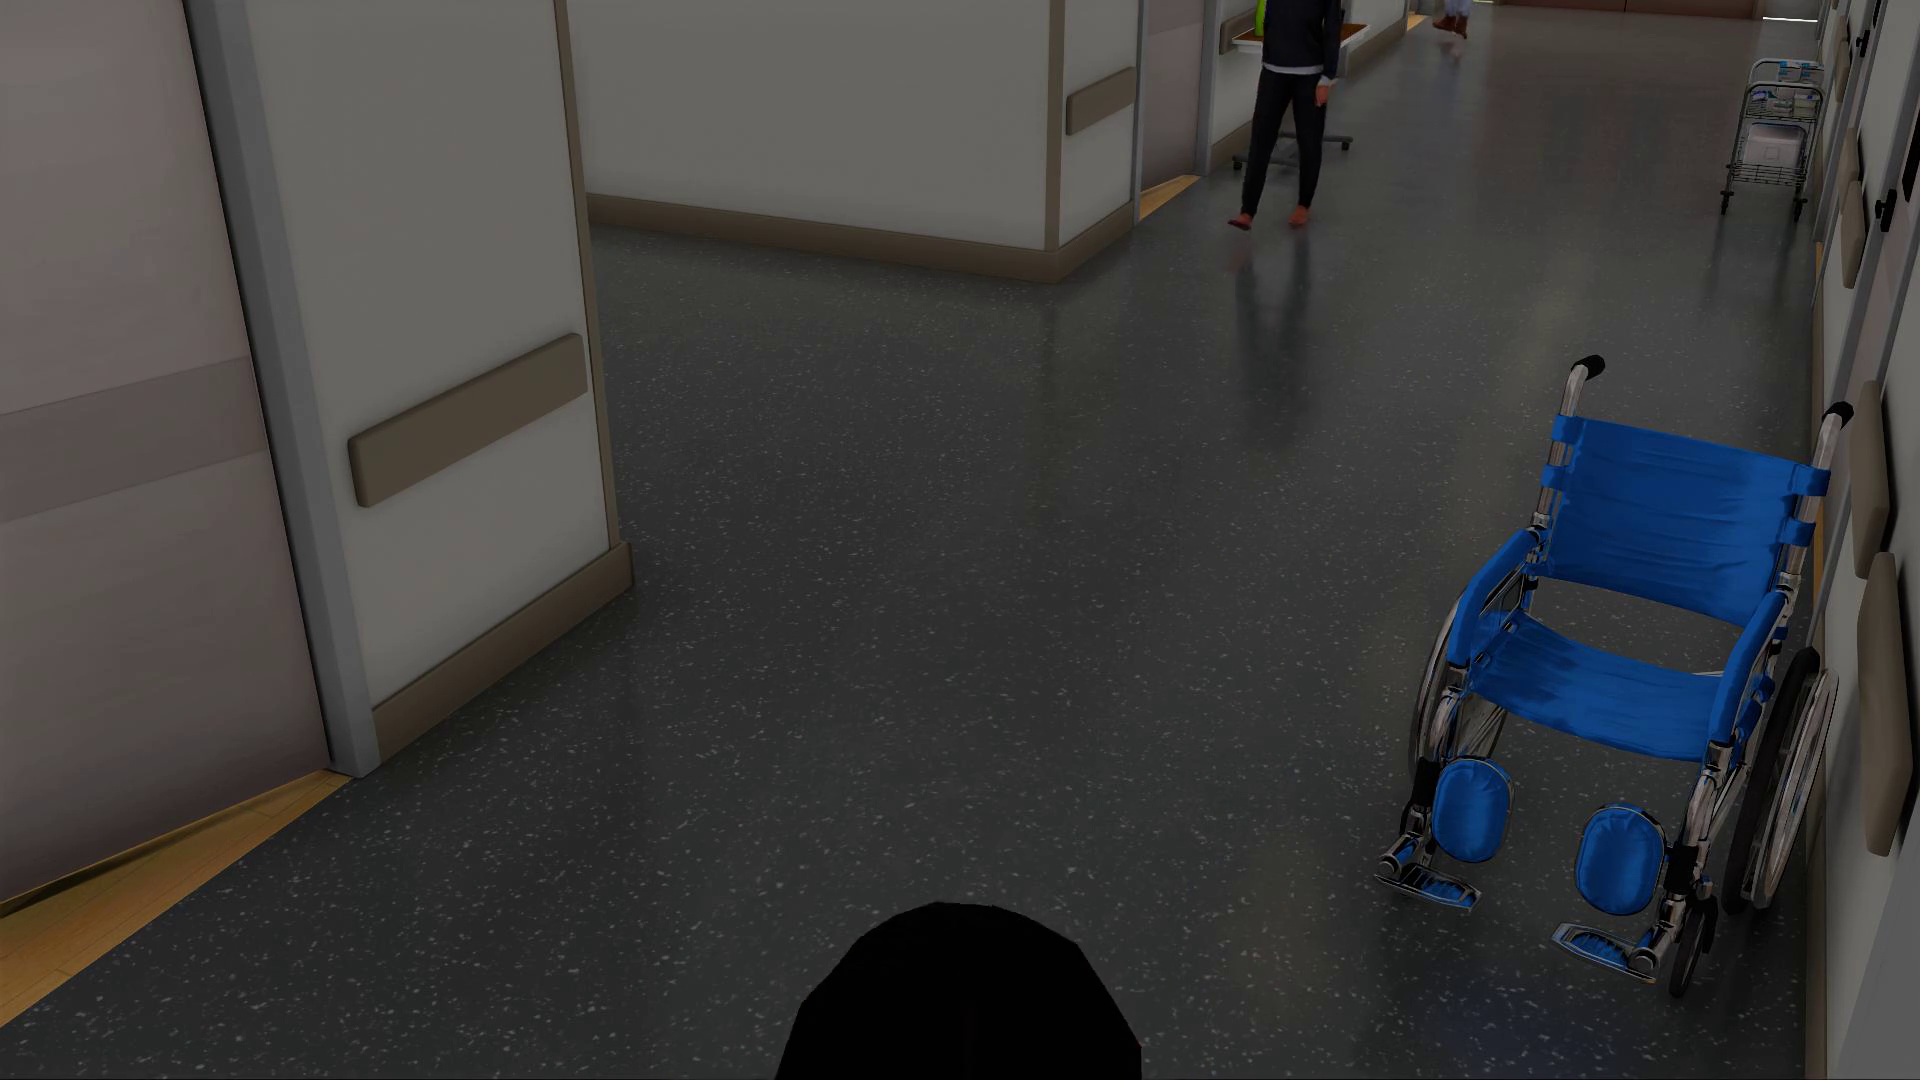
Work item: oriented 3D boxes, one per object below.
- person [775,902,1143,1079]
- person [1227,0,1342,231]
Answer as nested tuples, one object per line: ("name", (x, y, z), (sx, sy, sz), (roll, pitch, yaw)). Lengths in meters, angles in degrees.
("person", (-0.033, 1.014, 1.541), (1.002, 1.785, 1.247), (0, 26, 0))
("person", (1.854, -2.545, 9.020), (0.698, 1.700, 1.016), (15, 30, 28))
